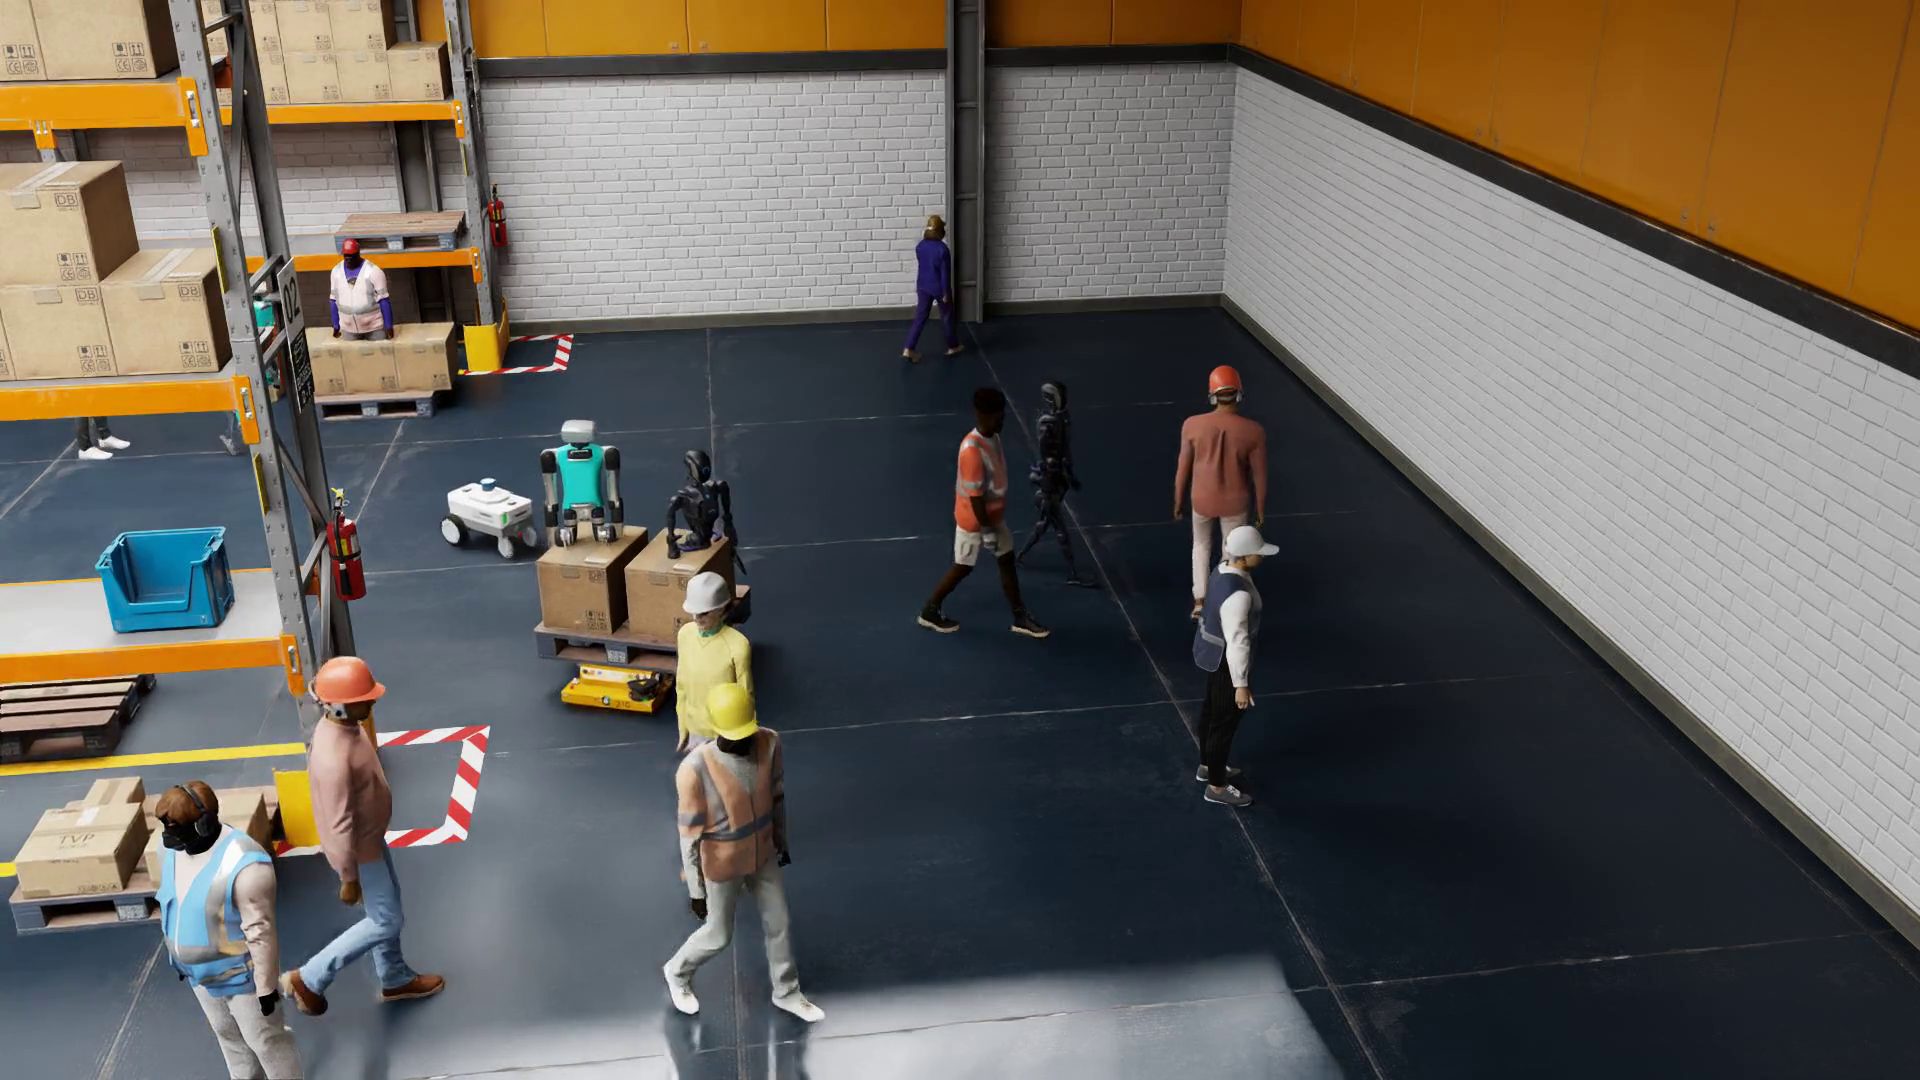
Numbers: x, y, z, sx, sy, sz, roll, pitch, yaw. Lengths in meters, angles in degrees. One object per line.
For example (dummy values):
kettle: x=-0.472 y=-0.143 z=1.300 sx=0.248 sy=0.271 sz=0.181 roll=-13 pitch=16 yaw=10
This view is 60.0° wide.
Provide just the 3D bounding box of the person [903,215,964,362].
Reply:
person: x=-0.295 y=-2.714 z=17.941 sx=0.466 sy=1.586 sz=0.825 roll=17 pitch=29 yaw=33

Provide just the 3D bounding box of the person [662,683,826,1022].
person: x=-1.119 y=1.498 z=7.977 sx=0.763 sy=1.902 sz=0.631 roll=18 pitch=29 yaw=35

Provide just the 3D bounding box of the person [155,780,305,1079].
person: x=-3.187 y=1.854 z=7.233 sx=0.627 sy=1.837 sz=0.429 roll=13 pitch=27 yaw=27

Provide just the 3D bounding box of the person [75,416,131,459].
person: x=-7.985 y=-1.646 z=15.175 sx=0.377 sy=1.857 sz=0.525 roll=-1 pitch=24 yaw=-3

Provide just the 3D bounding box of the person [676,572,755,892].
person: x=-1.324 y=1.028 z=9.040 sx=0.472 sy=1.892 sz=0.385 roll=10 pitch=26 yaw=22

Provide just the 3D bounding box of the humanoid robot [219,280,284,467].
humanoid robot: x=-6.554 y=-1.515 z=15.044 sx=0.984 sy=1.760 sz=0.543 roll=8 pitch=25 yaw=17

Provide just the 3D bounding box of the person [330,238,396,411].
person: x=-5.883 y=-2.115 z=16.385 sx=0.599 sy=1.745 sz=0.418 roll=0 pitch=24 yaw=0

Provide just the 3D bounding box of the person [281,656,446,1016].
person: x=-2.954 y=1.457 z=7.972 sx=0.645 sy=1.969 sz=0.615 roll=-7 pitch=25 yaw=-16

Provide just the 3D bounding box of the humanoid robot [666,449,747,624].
humanoid robot: x=-1.751 y=0.138 z=11.341 sx=0.335 sy=1.641 sz=0.601 roll=21 pitch=31 yaw=39

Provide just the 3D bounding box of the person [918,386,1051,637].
person: x=0.143 y=-0.185 z=11.792 sx=0.952 sy=1.918 sz=0.595 roll=8 pitch=25 yaw=19

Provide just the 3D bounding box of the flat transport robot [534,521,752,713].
flat transport robot: x=-2.187 y=0.765 z=11.654 sx=0.659 sy=0.231 sz=1.431 roll=5 pitch=24 yaw=12

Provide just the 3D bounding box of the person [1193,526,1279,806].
person: x=1.613 y=0.727 z=9.886 sx=0.450 sy=1.755 sz=0.772 roll=-1 pitch=24 yaw=-1

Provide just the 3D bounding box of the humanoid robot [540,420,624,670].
humanoid robot: x=-2.523 y=0.107 z=11.263 sx=0.543 sy=1.739 sz=0.739 roll=-5 pitch=24 yaw=-11

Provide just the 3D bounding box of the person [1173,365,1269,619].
person: x=1.872 y=-0.279 z=11.907 sx=0.674 sy=1.973 sz=0.456 roll=7 pitch=25 yaw=15

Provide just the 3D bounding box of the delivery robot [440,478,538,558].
delivery robot: x=-3.819 y=-0.209 z=13.517 sx=0.792 sy=0.595 sz=0.499 roll=15 pitch=28 yaw=30

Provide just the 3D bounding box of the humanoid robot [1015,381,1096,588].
humanoid robot: x=0.714 y=-0.448 z=12.743 sx=0.790 sy=1.637 sz=0.595 roll=10 pitch=25 yaw=21
